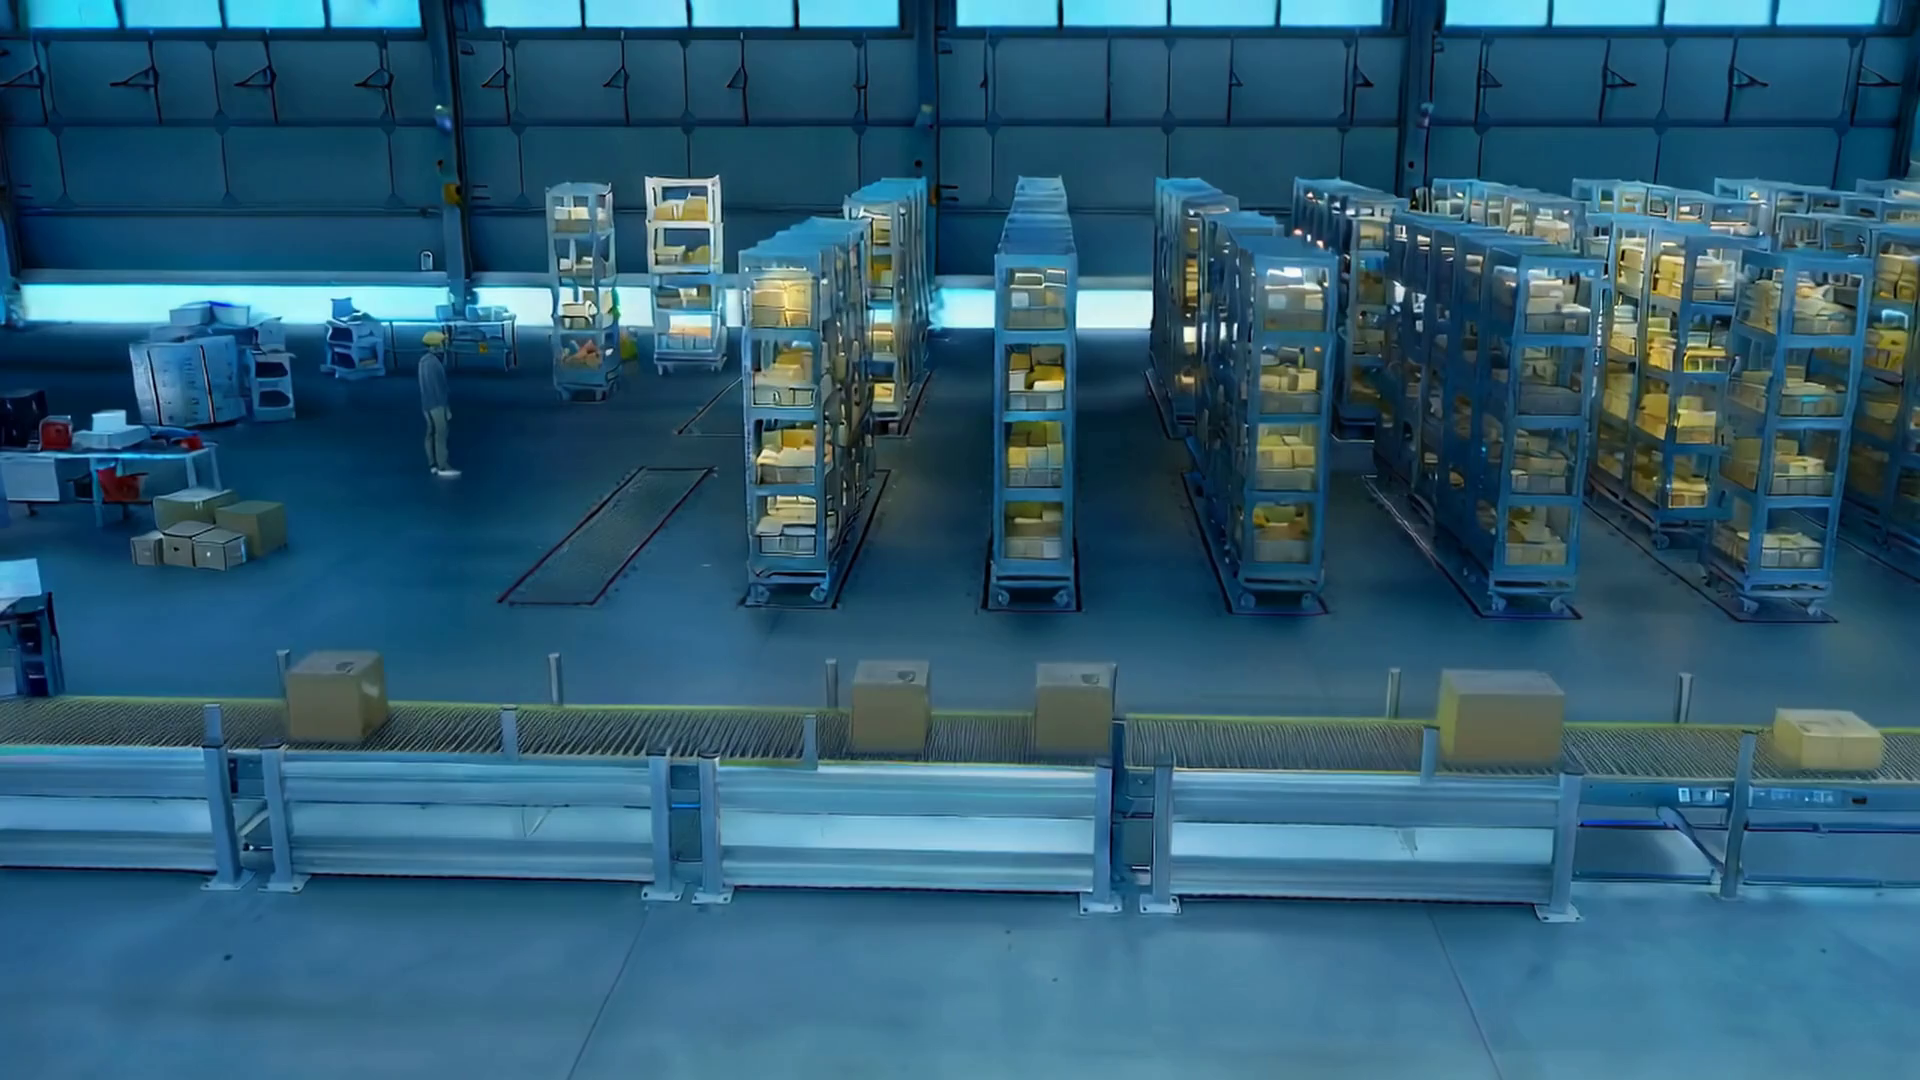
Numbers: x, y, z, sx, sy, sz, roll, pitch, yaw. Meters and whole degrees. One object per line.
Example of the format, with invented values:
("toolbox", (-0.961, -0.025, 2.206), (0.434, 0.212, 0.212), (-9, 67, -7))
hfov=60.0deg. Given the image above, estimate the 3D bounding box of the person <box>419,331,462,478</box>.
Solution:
("person", (-7.098, -1.839, 22.582), (0.373, 1.997, 0.616), (-13, 20, -40))
